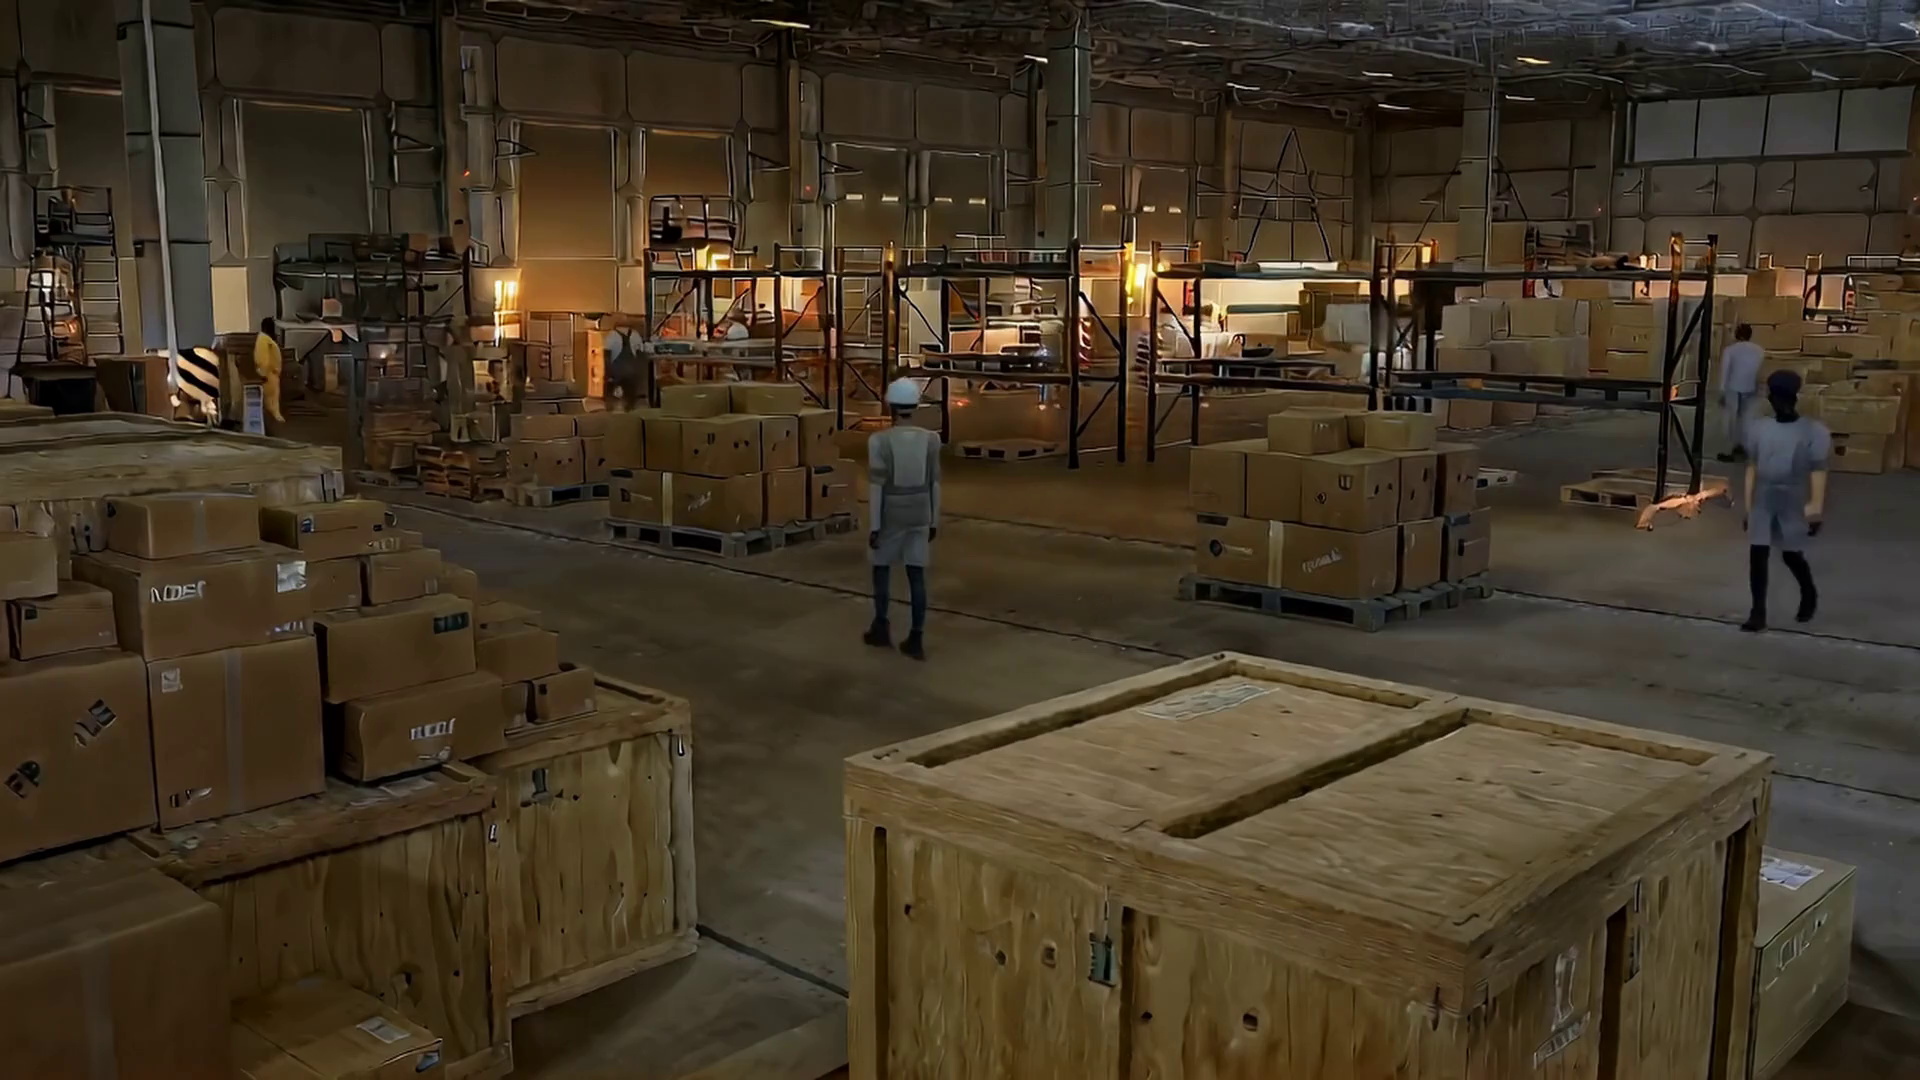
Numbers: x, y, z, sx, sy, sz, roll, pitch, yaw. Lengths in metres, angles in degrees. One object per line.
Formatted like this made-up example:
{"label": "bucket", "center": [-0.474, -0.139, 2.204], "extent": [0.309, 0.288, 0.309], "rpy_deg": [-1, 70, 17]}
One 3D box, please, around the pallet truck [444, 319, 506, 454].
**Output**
{"label": "pallet truck", "center": [-6.981, -1.942, 22.150], "extent": [1.885, 1.965, 0.823], "rpy_deg": [1, 9, 9]}

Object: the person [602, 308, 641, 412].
{"label": "person", "center": [-5.636, -2.814, 27.365], "extent": [0.739, 2.000, 0.702], "rpy_deg": [9, 13, 44]}

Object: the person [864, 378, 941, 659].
{"label": "person", "center": [-0.432, -0.165, 11.501], "extent": [0.575, 1.910, 0.783], "rpy_deg": [-4, 10, -23]}

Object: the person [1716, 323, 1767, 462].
{"label": "person", "center": [10.714, -2.007, 22.796], "extent": [0.691, 1.918, 0.515], "rpy_deg": [-1, 9, -6]}

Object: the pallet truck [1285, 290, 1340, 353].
{"label": "pallet truck", "center": [11.297, -6.951, 52.861], "extent": [1.885, 1.965, 0.823], "rpy_deg": [-5, 11, -29]}

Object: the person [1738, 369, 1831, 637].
{"label": "person", "center": [6.013, -0.275, 12.106], "extent": [0.755, 1.941, 0.621], "rpy_deg": [-7, 12, -37]}

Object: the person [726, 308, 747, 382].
{"label": "person", "center": [-4.141, -3.353, 31.022], "extent": [0.367, 1.932, 0.632], "rpy_deg": [-7, 11, -35]}

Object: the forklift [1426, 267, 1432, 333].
{"label": "forklift", "center": [13.032, -6.424, 46.932], "extent": [1.873, 2.768, 1.129], "rpy_deg": [3, 10, 17]}

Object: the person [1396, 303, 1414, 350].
{"label": "person", "center": [9.536, -4.097, 35.580], "extent": [0.587, 1.927, 0.369], "rpy_deg": [-4, 10, -25]}

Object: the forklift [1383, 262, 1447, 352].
{"label": "forklift", "center": [11.122, -5.213, 39.505], "extent": [1.873, 2.768, 1.129], "rpy_deg": [9, 13, 43]}

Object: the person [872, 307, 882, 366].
{"label": "person", "center": [-2.183, -5.396, 44.464], "extent": [0.312, 1.632, 0.519], "rpy_deg": [-1, 9, -4]}

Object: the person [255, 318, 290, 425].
{"label": "person", "center": [-11.797, -2.842, 28.187], "extent": [0.664, 1.830, 0.624], "rpy_deg": [-2, 9, -10]}

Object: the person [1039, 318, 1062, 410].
{"label": "person", "center": [1.725, -3.327, 31.455], "extent": [0.488, 1.736, 0.323], "rpy_deg": [-5, 11, -29]}

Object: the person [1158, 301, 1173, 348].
{"label": "person", "center": [5.233, -5.027, 41.554], "extent": [1.075, 1.851, 0.552], "rpy_deg": [0, 9, 3]}
